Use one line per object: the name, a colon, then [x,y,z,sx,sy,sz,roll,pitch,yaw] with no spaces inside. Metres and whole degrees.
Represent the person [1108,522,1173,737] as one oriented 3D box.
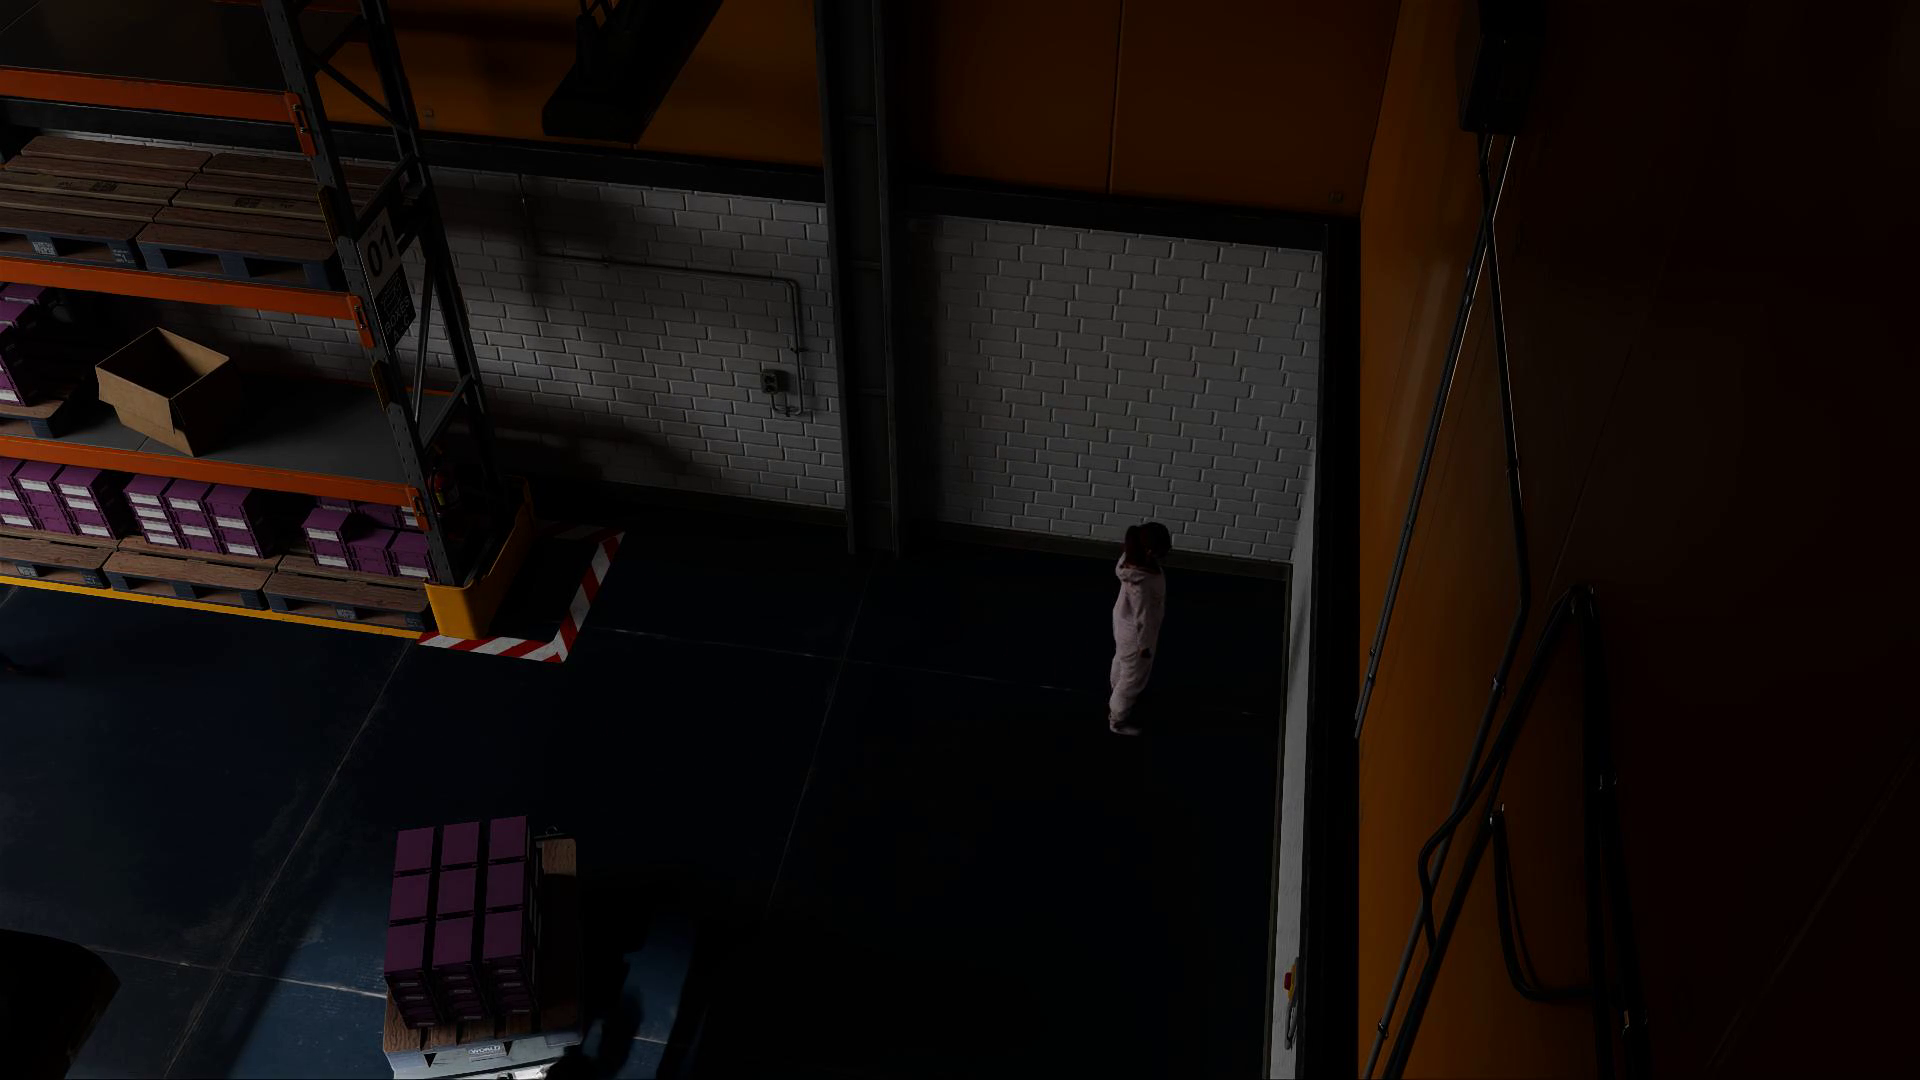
person: [1.084,0.529,10.499,0.659,1.694,0.694,-4,44,-4]
